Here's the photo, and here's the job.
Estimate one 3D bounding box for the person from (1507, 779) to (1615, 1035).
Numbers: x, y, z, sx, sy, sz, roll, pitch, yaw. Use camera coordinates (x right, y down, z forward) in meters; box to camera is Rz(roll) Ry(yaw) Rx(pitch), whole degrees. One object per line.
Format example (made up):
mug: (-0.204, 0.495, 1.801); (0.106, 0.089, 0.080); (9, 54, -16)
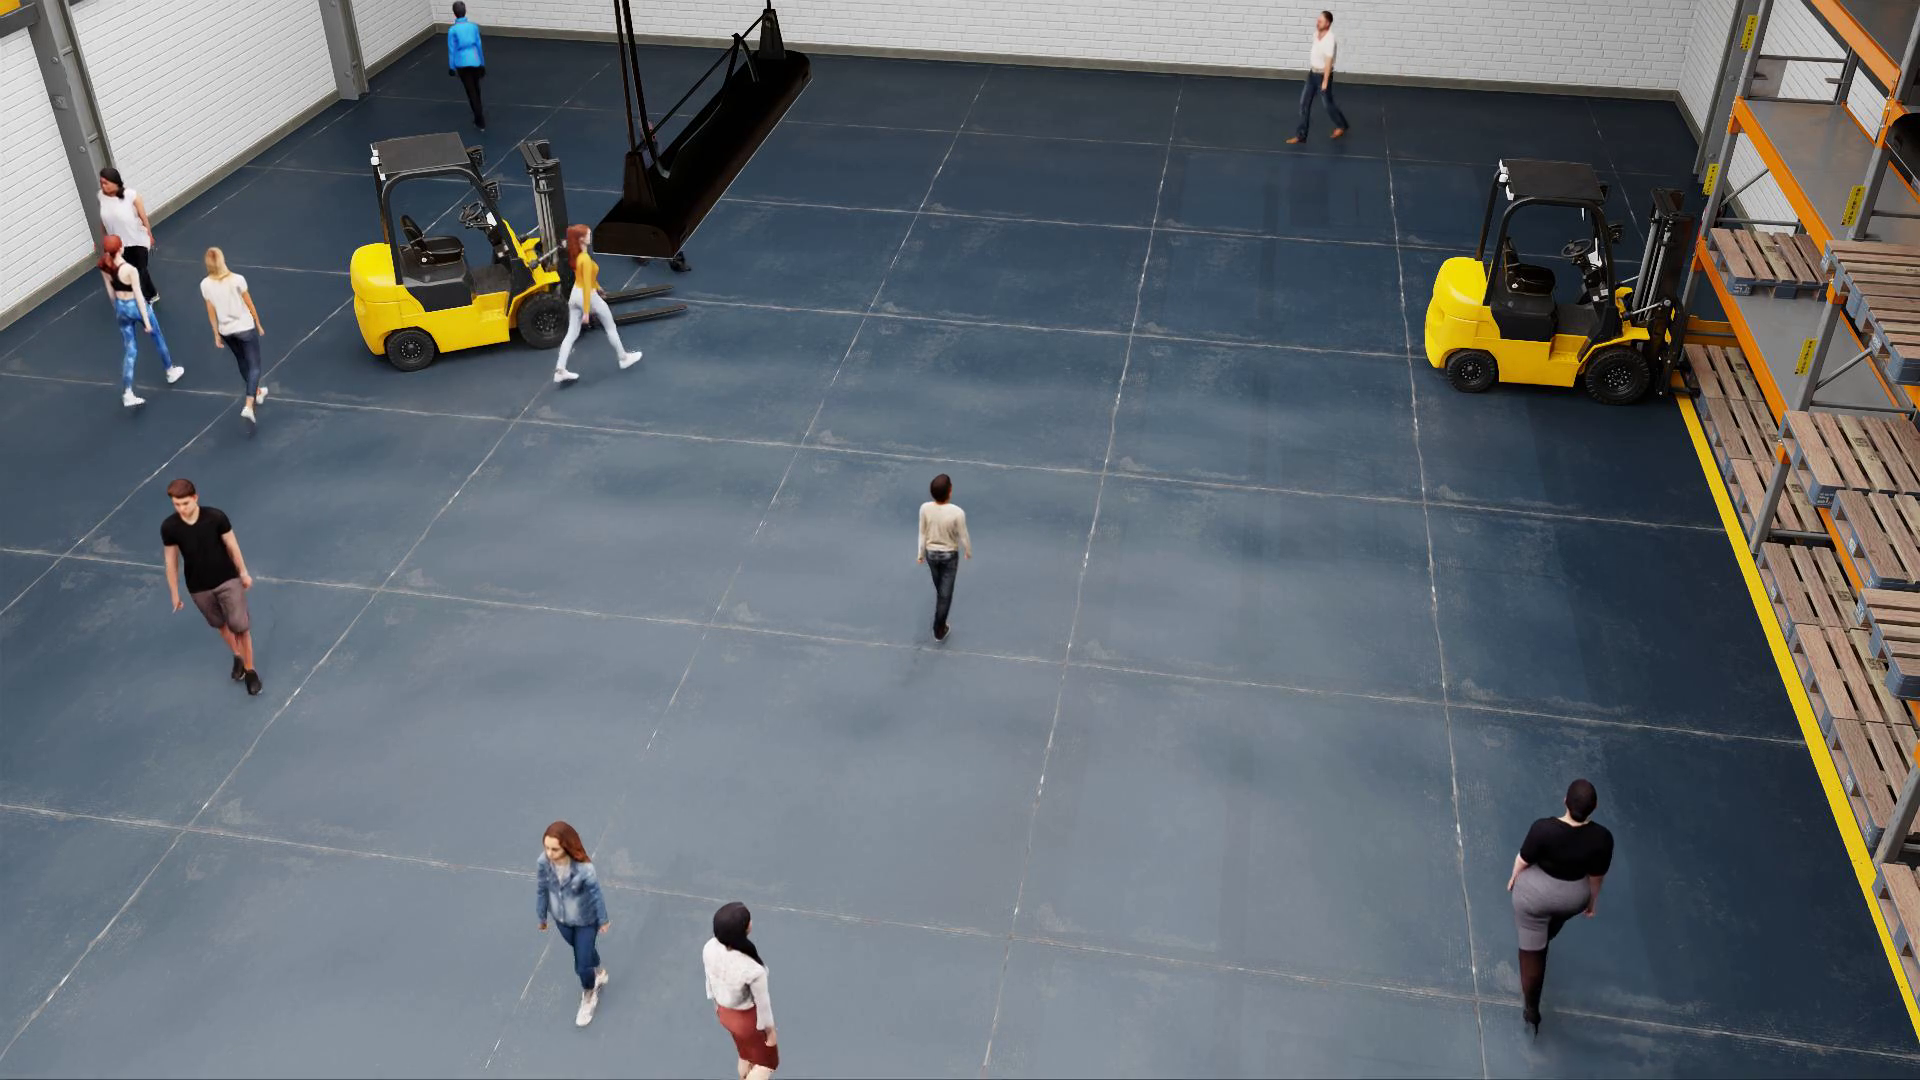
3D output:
person: (3.595, 2.231, 10.071); (0.681, 1.718, 1.055); (5, 34, 7)

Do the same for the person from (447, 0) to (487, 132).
person: (-6.858, -6.623, 23.342); (0.953, 1.773, 0.979); (-27, 42, -34)

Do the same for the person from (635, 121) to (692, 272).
person: (-3.674, -4.016, 19.406); (1.244, 1.788, 1.221); (-29, 43, -36)

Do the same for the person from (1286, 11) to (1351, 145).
person: (5.063, -6.352, 22.896); (1.142, 1.815, 1.248); (-12, 36, -18)

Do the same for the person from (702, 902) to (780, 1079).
person: (-1.245, 2.739, 9.286); (0.804, 1.740, 0.908); (24, 40, 31)

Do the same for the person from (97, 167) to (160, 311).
person: (-9.222, -3.372, 18.547); (0.650, 1.666, 0.776); (7, 34, 10)

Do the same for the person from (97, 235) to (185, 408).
person: (-8.326, -2.164, 16.660); (0.584, 1.743, 1.181); (5, 34, 7)

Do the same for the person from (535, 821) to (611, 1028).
person: (-2.329, 2.264, 10.251); (0.632, 1.462, 0.702); (12, 35, 17)

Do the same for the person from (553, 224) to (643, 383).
person: (-3.917, -2.382, 17.030); (1.228, 1.697, 1.079); (-25, 41, -33)

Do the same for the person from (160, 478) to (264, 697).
person: (-5.778, 0.264, 12.912); (0.897, 1.848, 0.982); (-8, 34, -12)

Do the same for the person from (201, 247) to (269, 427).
person: (-7.110, -1.989, 16.361); (0.777, 1.782, 1.187); (-2, 34, -3)

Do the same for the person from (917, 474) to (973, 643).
person: (-0.160, 0.173, 13.429); (0.665, 1.427, 1.017); (10, 35, 15)
